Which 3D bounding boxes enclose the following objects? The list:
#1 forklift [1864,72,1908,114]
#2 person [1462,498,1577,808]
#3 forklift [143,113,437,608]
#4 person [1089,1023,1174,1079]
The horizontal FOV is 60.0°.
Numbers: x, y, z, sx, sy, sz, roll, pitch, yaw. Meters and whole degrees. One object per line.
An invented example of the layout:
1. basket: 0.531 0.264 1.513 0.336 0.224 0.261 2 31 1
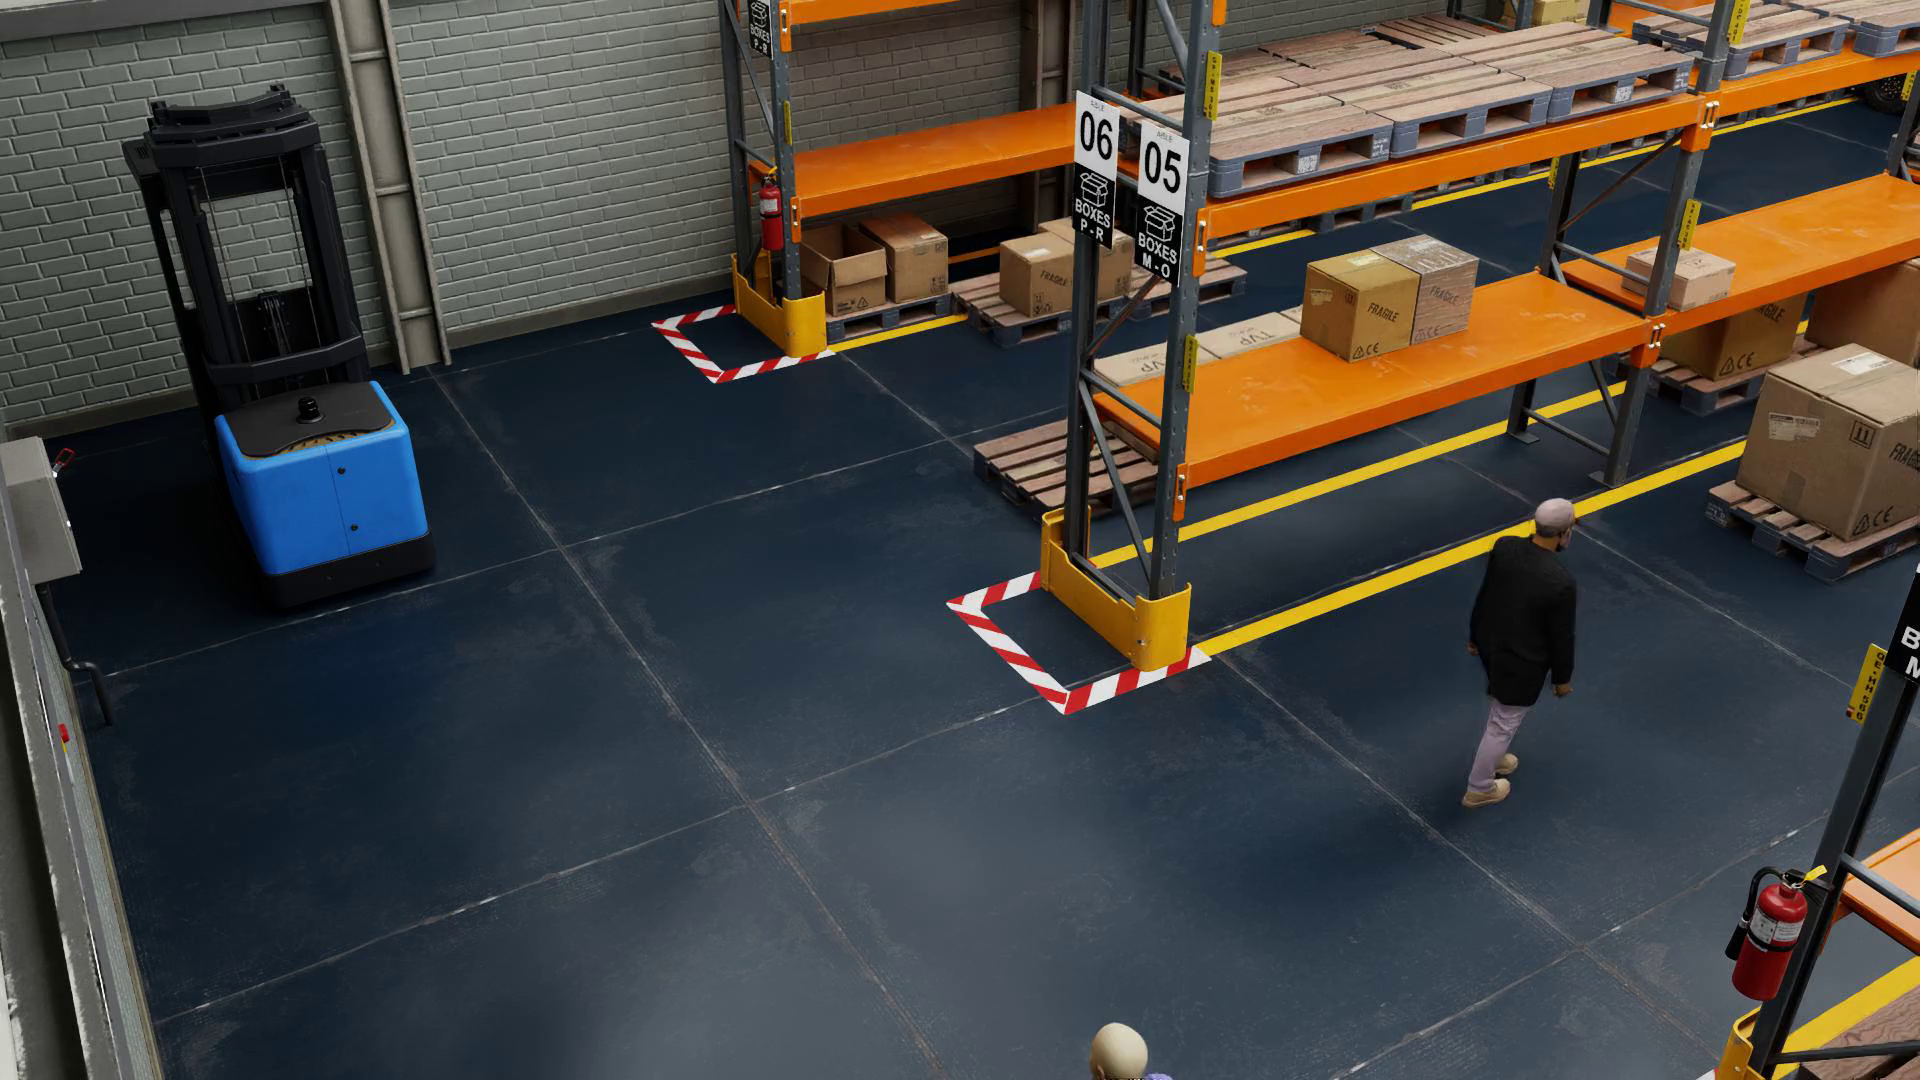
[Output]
1. forklift: 11.468 -5.645 18.244 1.214 2.155 2.313 -17 36 -26
2. person: 2.926 0.577 8.512 0.611 1.837 0.571 -13 34 -21
3. forklift: -4.289 -1.259 10.509 1.129 2.768 1.873 -17 36 -26
4. person: 0.547 2.351 5.694 0.613 1.800 0.393 -24 39 -34
